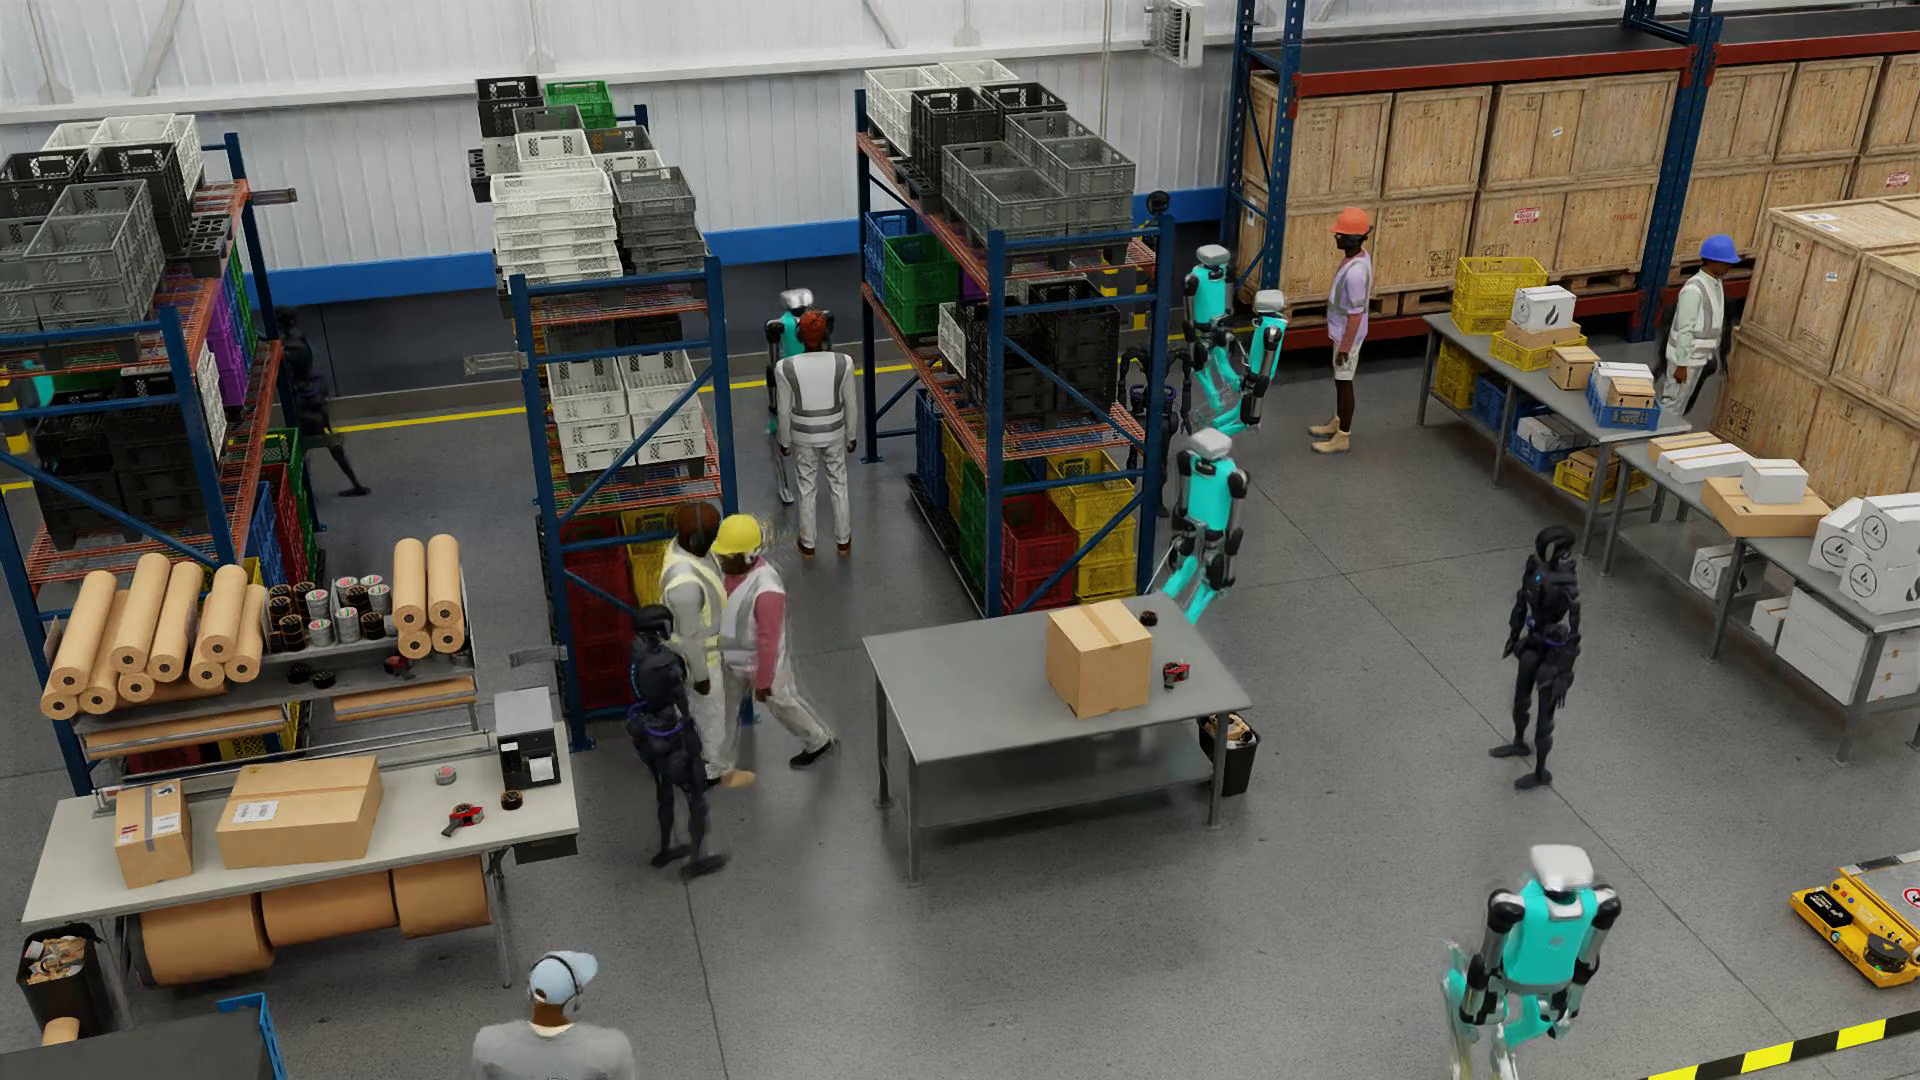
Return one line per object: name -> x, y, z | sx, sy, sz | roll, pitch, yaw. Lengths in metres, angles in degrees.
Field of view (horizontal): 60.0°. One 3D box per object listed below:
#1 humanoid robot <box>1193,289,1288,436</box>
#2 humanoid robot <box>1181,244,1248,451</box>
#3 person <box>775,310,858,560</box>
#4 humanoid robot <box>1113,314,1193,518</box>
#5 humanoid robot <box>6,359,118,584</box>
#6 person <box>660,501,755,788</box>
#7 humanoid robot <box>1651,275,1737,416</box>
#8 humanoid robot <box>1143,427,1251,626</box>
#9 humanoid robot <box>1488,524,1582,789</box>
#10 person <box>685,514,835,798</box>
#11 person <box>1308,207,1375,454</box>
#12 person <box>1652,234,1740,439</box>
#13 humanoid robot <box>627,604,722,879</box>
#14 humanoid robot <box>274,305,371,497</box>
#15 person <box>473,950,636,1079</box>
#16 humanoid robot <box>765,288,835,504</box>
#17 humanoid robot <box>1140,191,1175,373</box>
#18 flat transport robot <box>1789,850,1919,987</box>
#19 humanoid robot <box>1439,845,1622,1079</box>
humanoid robot -> 2.022, -1.060, 12.464 | 0.739, 1.698, 0.531 | 3, 29, 5
humanoid robot -> 2.090, -1.441, 13.213 | 0.545, 1.753, 0.671 | -21, 35, -33
person -> -1.008, -0.739, 11.831 | 0.573, 1.882, 0.357 | -6, 29, -10
humanoid robot -> 1.443, -0.935, 12.384 | 0.599, 1.657, 0.315 | 0, 29, 0
humanoid robot -> -6.311, -0.554, 11.698 | 0.530, 1.802, 0.927 | -6, 29, -10
person -> -1.495, 0.606, 9.446 | 0.505, 1.827, 0.647 | -1, 29, -2
humanoid robot -> 5.916, -1.491, 13.463 | 0.612, 1.653, 0.546 | 3, 29, 6
humanoid robot -> 1.275, 0.240, 10.210 | 0.949, 1.765, 0.548 | -22, 36, -34
humanoid robot -> 3.331, 0.648, 9.508 | 0.309, 1.656, 0.604 | -7, 30, -13
person -> -1.154, 0.628, 9.442 | 0.918, 1.790, 0.597 | -19, 34, -30
person -> 3.071, -1.668, 13.356 | 0.389, 2.044, 0.607 | 5, 29, 10
person -> 5.753, -1.465, 13.083 | 0.386, 1.949, 0.603 | 21, 35, 33
humanoid robot -> -1.553, 1.047, 8.788 | 0.331, 1.657, 0.597 | -23, 36, -35
humanoid robot -> -4.996, -1.021, 12.587 | 0.764, 1.621, 0.583 | -4, 29, -8
person -> -1.504, 2.292, 6.380 | 0.624, 1.836, 0.439 | 0, 29, 0
humanoid robot -> -1.277, -1.117, 12.670 | 0.530, 1.780, 0.696 | -14, 32, -24
humanoid robot -> 1.756, -2.320, 14.909 | 0.315, 1.653, 0.599 | 5, 29, 8
flat transport robot -> 5.163, 1.916, 8.676 | 1.431, 0.231, 0.659 | -8, 30, -14
humanoid robot -> 2.362, 1.905, 7.166 | 0.536, 1.728, 0.981 | -2, 29, -4
